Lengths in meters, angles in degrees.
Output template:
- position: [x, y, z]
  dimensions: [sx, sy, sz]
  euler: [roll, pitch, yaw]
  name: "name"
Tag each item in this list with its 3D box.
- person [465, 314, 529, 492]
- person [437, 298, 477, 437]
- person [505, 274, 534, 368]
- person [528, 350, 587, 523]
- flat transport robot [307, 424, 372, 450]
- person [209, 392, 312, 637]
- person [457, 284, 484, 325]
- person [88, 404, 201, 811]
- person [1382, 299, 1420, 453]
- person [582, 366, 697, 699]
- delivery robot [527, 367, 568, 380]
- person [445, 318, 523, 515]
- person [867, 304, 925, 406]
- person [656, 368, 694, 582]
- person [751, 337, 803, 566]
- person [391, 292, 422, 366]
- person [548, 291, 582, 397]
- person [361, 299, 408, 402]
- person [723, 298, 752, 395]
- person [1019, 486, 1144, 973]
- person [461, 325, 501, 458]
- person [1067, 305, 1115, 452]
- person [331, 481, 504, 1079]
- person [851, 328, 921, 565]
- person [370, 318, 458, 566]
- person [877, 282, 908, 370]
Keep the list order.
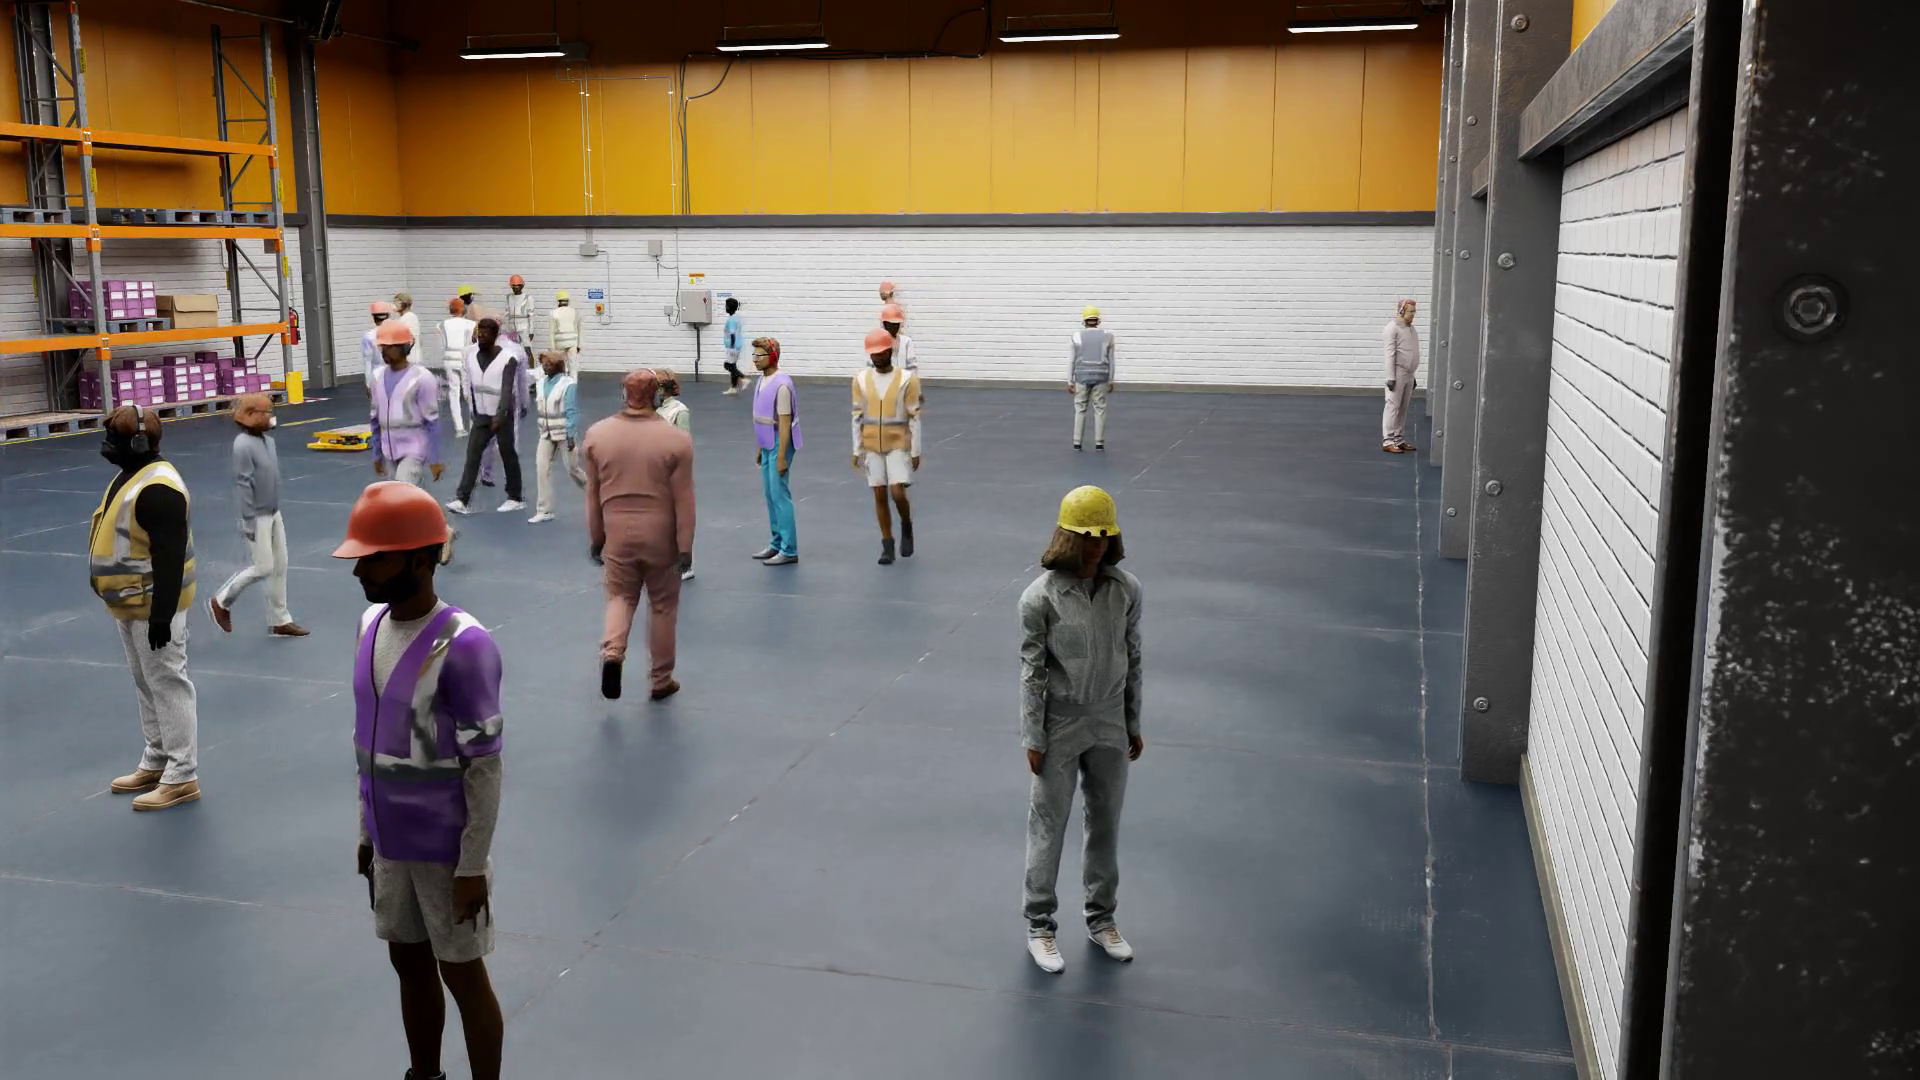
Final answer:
- position: [-4.843, -1.437, 17.446]
  dimensions: [0.652, 1.856, 1.024]
  euler: [-5, 11, -24]
  name: "person"
- position: [-6.744, -2.347, 22.544]
  dimensions: [0.573, 1.856, 0.781]
  euler: [0, 10, -1]
  name: "person"
- position: [-8.284, -3.969, 31.267]
  dimensions: [0.606, 2.034, 0.427]
  euler: [4, 11, 22]
  name: "person"
- position: [-3.709, -0.982, 15.552]
  dimensions: [0.515, 1.611, 0.755]
  euler: [6, 12, 29]
  name: "person"
- position: [-7.635, -1.331, 21.294]
  dimensions: [0.652, 0.197, 1.431]
  euler: [3, 10, 15]
  name: "flat transport robot"
- position: [-4.561, -0.151, 10.768]
  dimensions: [0.540, 1.618, 0.518]
  euler: [0, 10, 2]
  name: "person"
- position: [-8.626, -3.587, 29.462]
  dimensions: [0.484, 1.898, 0.609]
  euler: [-9, 13, -41]
  name: "person"
- position: [-3.728, 0.300, 7.611]
  dimensions: [0.429, 1.846, 0.626]
  euler: [-8, 13, -40]
  name: "person"
- position: [5.501, -2.038, 20.680]
  dimensions: [0.408, 1.906, 0.638]
  euler: [9, 13, 40]
  name: "person"
- position: [-1.772, -0.011, 9.218]
  dimensions: [0.647, 1.897, 0.598]
  euler: [1, 10, 6]
  name: "person"
- position: [-7.190, -2.876, 28.976]
  dimensions: [0.707, 0.478, 0.477]
  euler: [-1, 10, -7]
  name: "delivery robot"
- position: [-4.465, -1.150, 15.732]
  dimensions: [0.597, 1.868, 0.969]
  euler: [4, 11, 21]
  name: "person"
- position: [-0.716, -1.600, 18.114]
  dimensions: [0.560, 1.927, 0.427]
  euler: [-7, 12, -34]
  name: "person"
- position: [-2.232, -0.496, 12.730]
  dimensions: [0.315, 1.637, 0.546]
  euler: [-9, 13, -41]
  name: "person"
- position: [-1.475, -0.714, 13.395]
  dimensions: [0.393, 1.835, 0.568]
  euler: [-4, 11, -22]
  name: "person"
- position: [-7.449, -2.356, 22.418]
  dimensions: [0.377, 1.936, 0.645]
  euler: [-2, 10, -11]
  name: "person"
- position: [-6.750, -3.332, 28.296]
  dimensions: [0.612, 1.795, 0.813]
  euler: [-6, 12, -31]
  name: "person"
- position: [-6.949, -1.955, 20.173]
  dimensions: [0.545, 1.917, 0.644]
  euler: [-5, 11, -28]
  name: "person"
- position: [-3.842, -3.308, 28.495]
  dimensions: [0.444, 1.683, 0.539]
  euler: [1, 10, 5]
  name: "person"
- position: [0.436, 0.663, 5.869]
  dimensions: [0.480, 1.734, 0.333]
  euler: [-5, 11, -27]
  name: "person"
- position: [-5.747, -1.793, 20.056]
  dimensions: [0.498, 1.633, 0.279]
  euler: [-3, 11, -18]
  name: "person"
- position: [1.622, -2.001, 20.684]
  dimensions: [0.593, 1.832, 0.404]
  euler: [0, 10, 1]
  name: "person"
- position: [-1.470, 0.799, 4.517]
  dimensions: [0.546, 1.938, 0.360]
  euler: [7, 12, 35]
  name: "person"
- position: [-0.600, -0.744, 13.343]
  dimensions: [0.551, 1.911, 0.422]
  euler: [2, 10, 12]
  name: "person"
- position: [-4.184, -0.692, 12.745]
  dimensions: [0.621, 2.023, 0.856]
  euler: [5, 11, 27]
  name: "person"
- position: [-1.205, -3.497, 28.851]
  dimensions: [1.022, 1.944, 0.657]
  euler: [1, 10, 5]
  name: "person"
